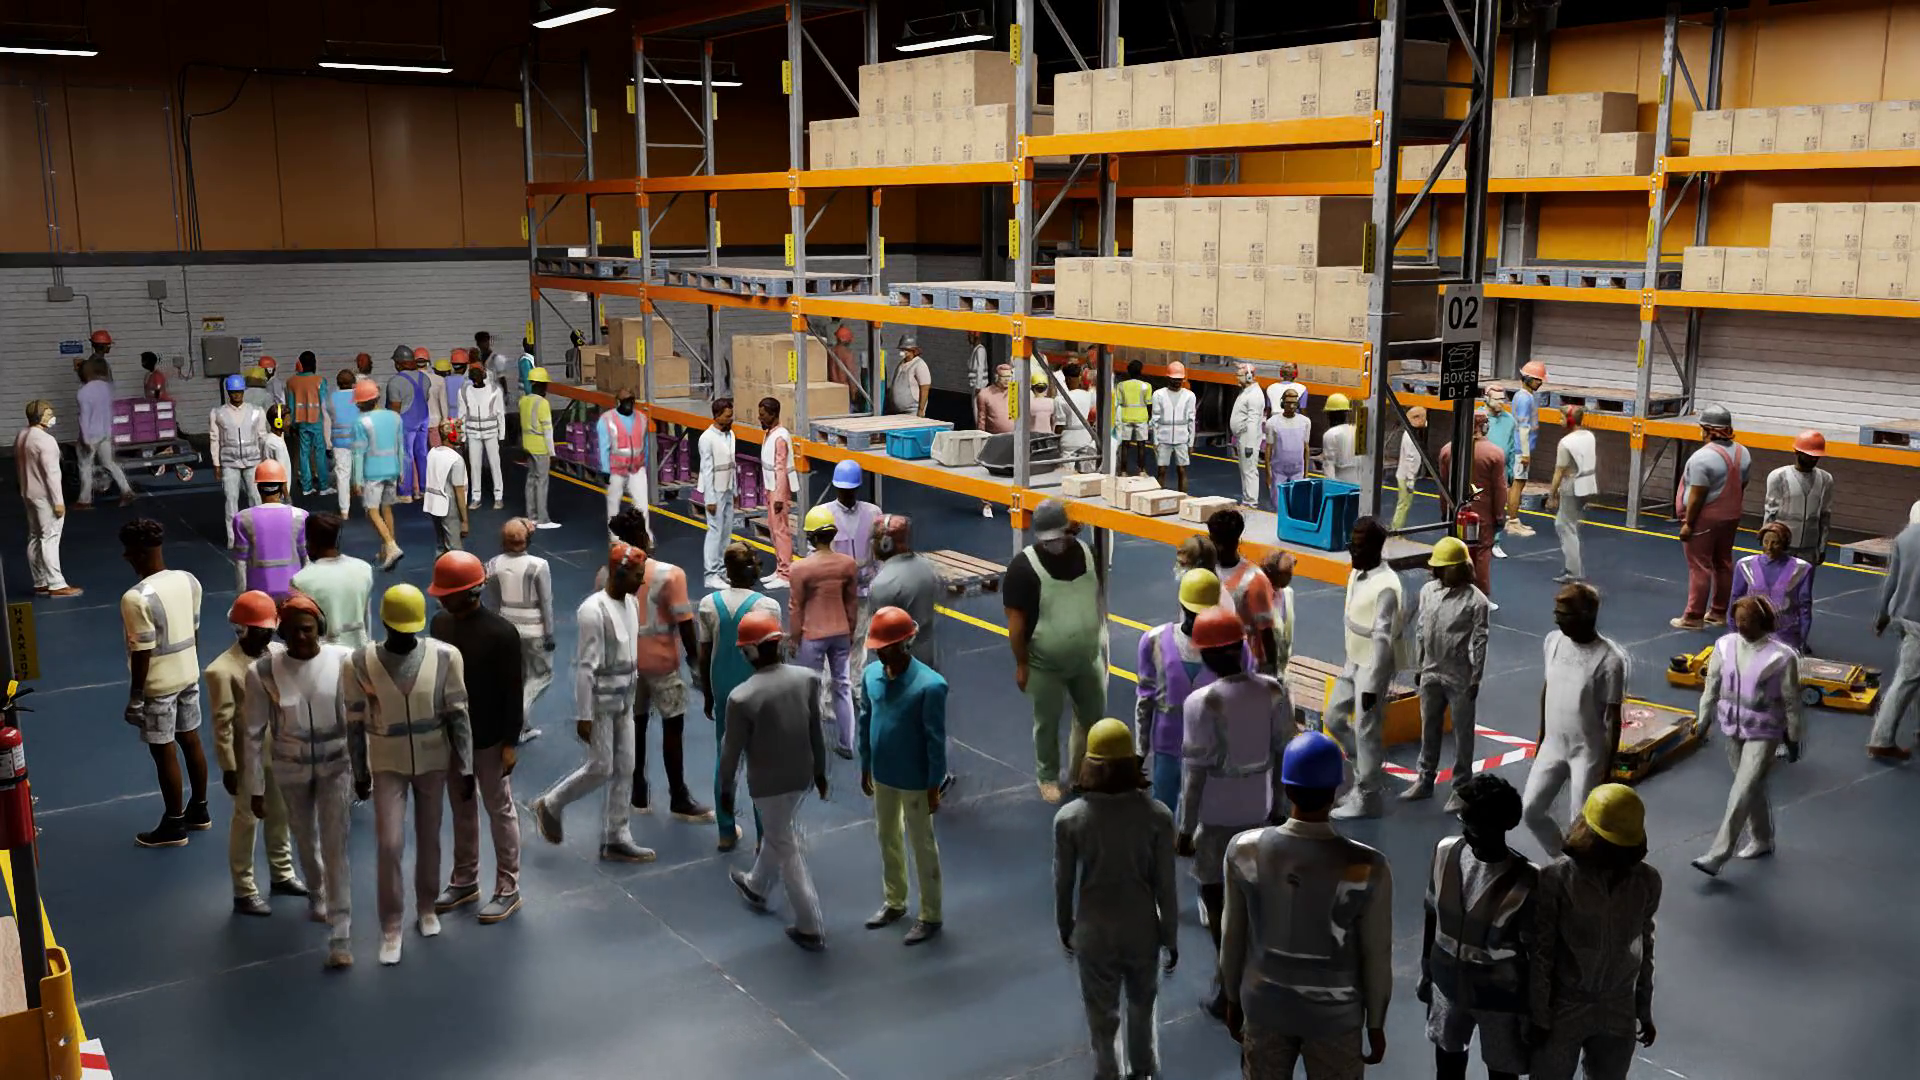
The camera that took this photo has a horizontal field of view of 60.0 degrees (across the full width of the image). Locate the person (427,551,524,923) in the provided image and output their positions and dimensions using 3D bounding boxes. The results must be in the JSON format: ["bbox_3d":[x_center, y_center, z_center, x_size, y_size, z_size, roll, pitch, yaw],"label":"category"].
[{"bbox_3d":[-2.572,1.024,8.752,0.609,1.985,0.392,6,12,26],"label":"person"}]

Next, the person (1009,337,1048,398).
[{"bbox_3d":[1.073,-2.299,26.148,0.639,1.836,0.429,0,11,3],"label":"person"}]

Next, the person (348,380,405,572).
[{"bbox_3d":[-6.036,-0.689,17.513,0.828,2.007,0.711,7,13,33],"label":"person"}]

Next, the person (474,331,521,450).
[{"bbox_3d":[-7.246,-2.288,25.844,0.622,1.937,0.579,9,14,39],"label":"person"}]

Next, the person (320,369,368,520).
[{"bbox_3d":[-7.445,-1.164,20.320,0.621,1.845,0.429,-4,12,-18],"label":"person"}]

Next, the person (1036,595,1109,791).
[{"bbox_3d":[0.695,0.831,10.682,0.545,1.624,0.319,7,13,34],"label":"person"}]

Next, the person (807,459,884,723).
[{"bbox_3d":[-0.830,0.364,12.237,0.605,1.944,0.402,-5,12,-23],"label":"person"}]

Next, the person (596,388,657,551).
[{"bbox_3d":[-3.660,-0.761,18.358,0.643,1.805,0.898,-7,13,-32],"label":"person"}]

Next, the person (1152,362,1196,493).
[{"bbox_3d":[2.630,-1.236,20.491,0.542,1.929,0.396,1,11,4],"label":"person"}]

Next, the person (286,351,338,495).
[{"bbox_3d":[-8.609,-1.544,22.065,0.588,1.920,0.392,2,11,12],"label":"person"}]

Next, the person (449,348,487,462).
[{"bbox_3d":[-6.884,-1.735,23.140,0.662,1.880,0.546,-8,14,-35],"label":"person"}]

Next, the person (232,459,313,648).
[{"bbox_3d":[-5.051,0.365,12.298,0.548,1.924,0.390,-5,12,-26],"label":"person"}]

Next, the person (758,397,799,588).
[{"bbox_3d":[-1.814,-0.480,16.665,0.386,1.906,0.601,-3,11,-15],"label":"person"}]

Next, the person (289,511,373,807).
[{"bbox_3d":[-3.863,0.762,10.312,0.504,1.903,0.607,6,13,30],"label":"person"}]

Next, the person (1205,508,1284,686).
[{"bbox_3d":[1.863,0.708,10.611,0.921,1.912,0.626,-5,12,-23],"label":"person"}]

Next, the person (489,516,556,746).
[{"bbox_3d":[-3.073,0.657,11.538,0.520,1.629,0.466,5,12,25],"label":"person"}]

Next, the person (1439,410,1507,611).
[{"bbox_3d":[4.813,-0.270,15.596,0.639,1.903,0.409,9,14,38],"label":"person"}]

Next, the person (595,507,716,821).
[{"bbox_3d":[-1.860,0.768,10.263,0.822,1.926,0.363,6,12,27],"label":"person"}]

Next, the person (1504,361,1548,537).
[{"bbox_3d":[6.554,-1.056,19.279,0.394,2.034,0.605,3,11,14],"label":"person"}]

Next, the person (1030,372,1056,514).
[{"bbox_3d":[0.976,-1.199,20.691,0.523,1.769,0.315,-5,12,-25],"label":"person"}]

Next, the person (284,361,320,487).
[{"bbox_3d":[-8.956,-1.612,22.837,0.342,1.749,0.572,9,14,37],"label":"person"}]

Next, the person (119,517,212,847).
[{"bbox_3d":[-4.698,0.831,9.803,0.368,1.961,0.603,2,11,8],"label":"person"}]

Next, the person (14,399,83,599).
[{"bbox_3d":[-8.899,-0.397,16.152,0.629,1.937,0.379,8,14,36],"label":"person"}]

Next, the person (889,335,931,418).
[{"bbox_3d":[-0.746,-1.885,23.501,0.536,2.000,0.688,-7,13,-32],"label":"person"}]

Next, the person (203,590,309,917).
[{"bbox_3d":[-3.722,1.120,8.877,0.349,1.743,0.573,4,12,21],"label":"person"}]

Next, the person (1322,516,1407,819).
[{"bbox_3d":[2.483,0.788,10.149,0.443,1.906,0.631,-1,11,-5],"label":"person"}]

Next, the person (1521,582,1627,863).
[{"bbox_3d":[3.199,1.111,8.697,0.406,1.829,0.537,-6,13,-29],"label":"person"}]

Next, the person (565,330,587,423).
[{"bbox_3d":[-6.135,-2.446,26.810,0.512,1.873,0.329,9,14,40],"label":"person"}]

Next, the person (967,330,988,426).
[{"bbox_3d":[0.280,-2.556,27.359,0.359,1.877,0.589,-2,11,-8],"label":"person"}]

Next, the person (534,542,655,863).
[{"bbox_3d":[-2.098,0.932,9.559,0.657,1.852,0.666,4,12,19],"label":"person"}]

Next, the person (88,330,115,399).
[{"bbox_3d":[-12.489,-2.040,24.302,0.403,2.038,0.605,-8,13,-34],"label":"person"}]

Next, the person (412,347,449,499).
[{"bbox_3d":[-7.033,-1.533,21.848,0.621,1.985,0.407,-3,12,-16],"label":"person"}]

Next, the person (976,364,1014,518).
[{"bbox_3d":[0.520,-1.209,20.423,0.642,1.899,0.395,-3,11,-13],"label":"person"}]

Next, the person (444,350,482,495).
[{"bbox_3d":[-6.649,-1.565,22.185,0.558,1.924,0.427,4,12,20],"label":"person"}]

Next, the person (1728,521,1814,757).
[{"bbox_3d":[5.585,0.668,11.492,0.524,1.631,0.313,7,13,33],"label":"person"}]

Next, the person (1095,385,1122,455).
[{"bbox_3d":[1.795,-1.209,21.073,0.522,1.638,0.310,5,12,24],"label":"person"}]

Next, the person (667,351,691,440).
[{"bbox_3d":[-4.372,-2.087,25.578,0.498,1.634,0.281,3,11,14],"label":"person"}]

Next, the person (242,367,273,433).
[{"bbox_3d":[-9.360,-1.454,22.155,0.523,1.699,0.736,-1,11,-3],"label":"person"}]

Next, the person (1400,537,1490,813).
[{"bbox_3d":[3.035,0.833,10.373,0.321,1.736,0.487,-9,14,-40],"label":"person"}]

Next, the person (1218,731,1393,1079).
[{"bbox_3d":[1.205,1.622,5.825,0.604,1.939,0.415,6,12,26],"label":"person"}]

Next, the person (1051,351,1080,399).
[{"bbox_3d":[1.564,-1.709,23.175,0.575,1.817,0.644,-3,11,-14],"label":"person"}]

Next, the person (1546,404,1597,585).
[{"bbox_3d":[6.126,-0.456,16.732,0.586,1.823,0.500,-10,15,-43],"label":"person"}]

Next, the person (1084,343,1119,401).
[{"bbox_3d":[2.049,-1.994,24.059,0.535,2.000,0.681,-1,11,-7],"label":"person"}]
